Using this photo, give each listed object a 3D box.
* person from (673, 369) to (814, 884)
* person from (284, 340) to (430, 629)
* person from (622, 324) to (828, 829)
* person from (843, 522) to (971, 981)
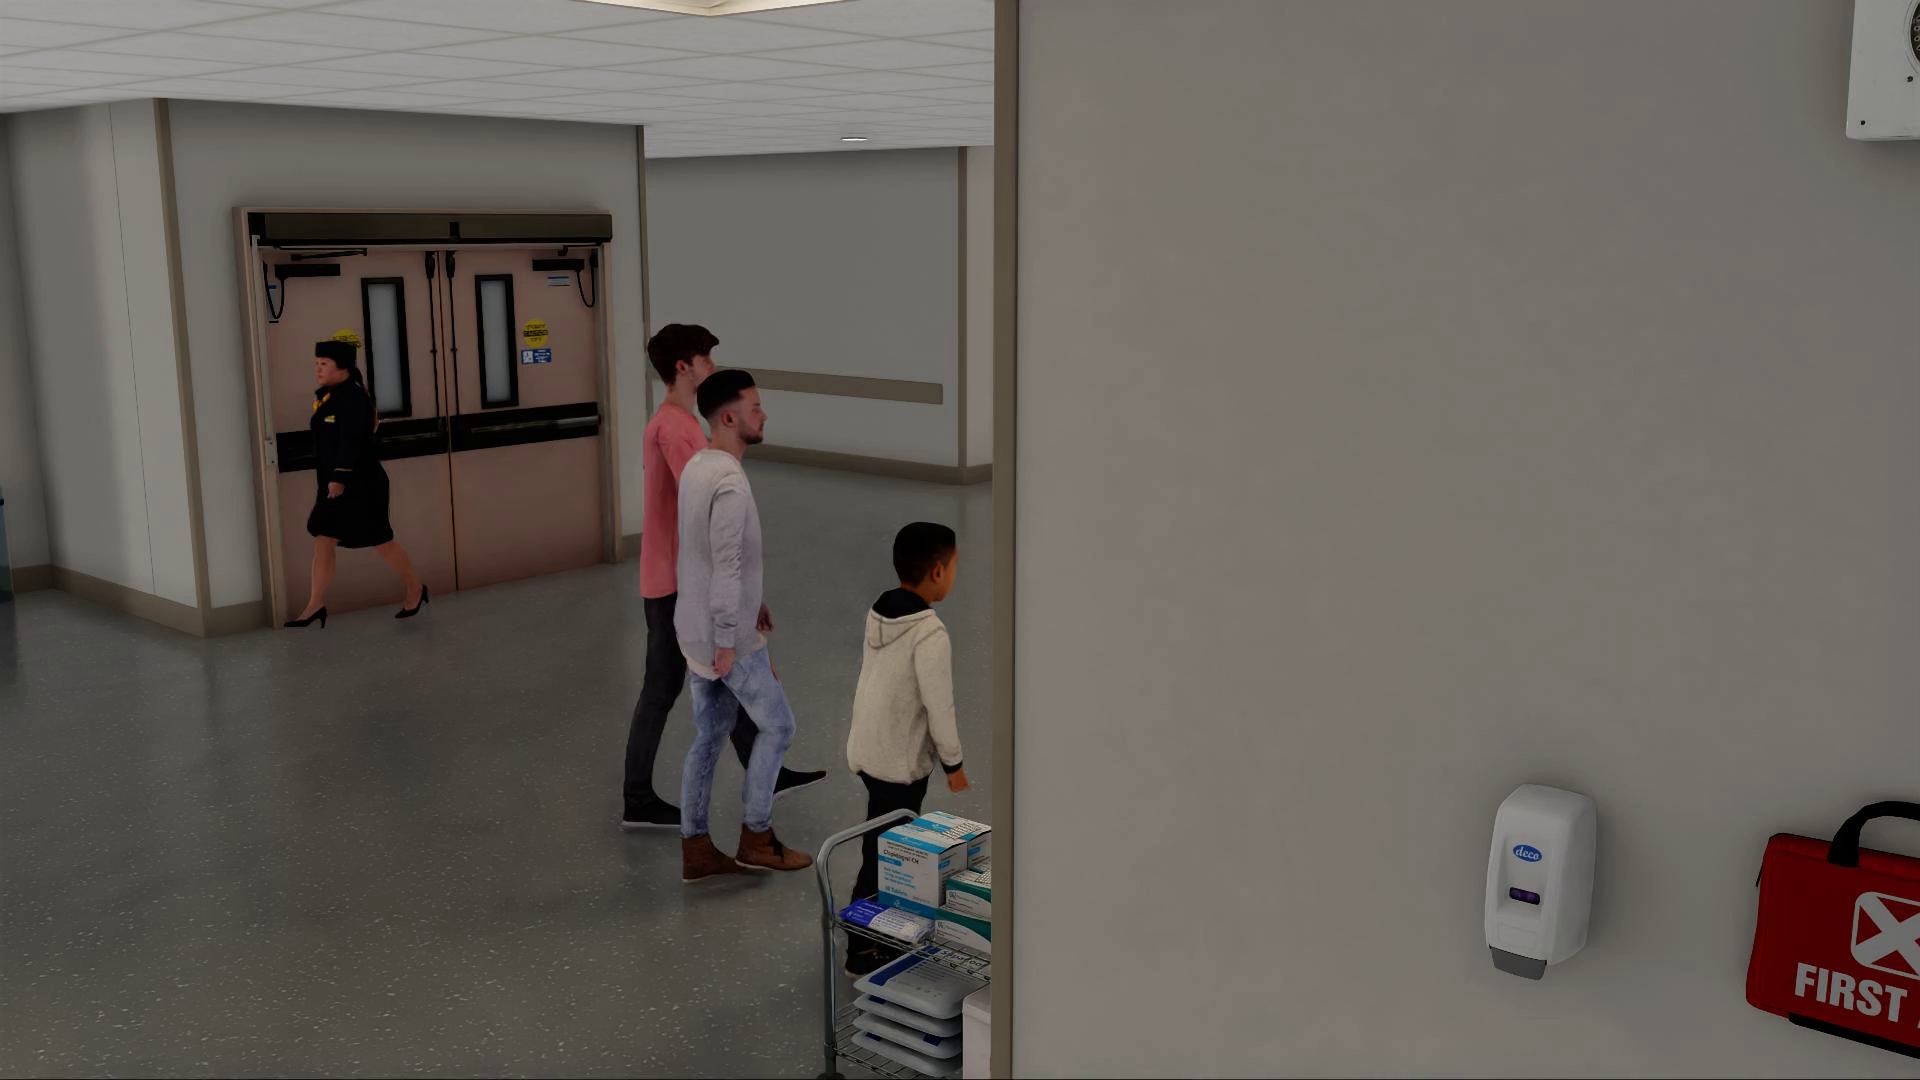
[{"bbox_3d":[-0.908,0.324,5.823,0.827,1.820,0.801,-5,12,-26],"label":"person"},{"bbox_3d":[-3.414,-0.292,9.573,1.092,1.633,0.761,-10,15,-43],"label":"person"},{"bbox_3d":[-1.140,0.176,6.312,1.103,1.930,1.044,-1,11,-6],"label":"person"},{"bbox_3d":[-0.268,0.667,5.067,0.722,1.429,0.707,-6,12,-29],"label":"person"}]
